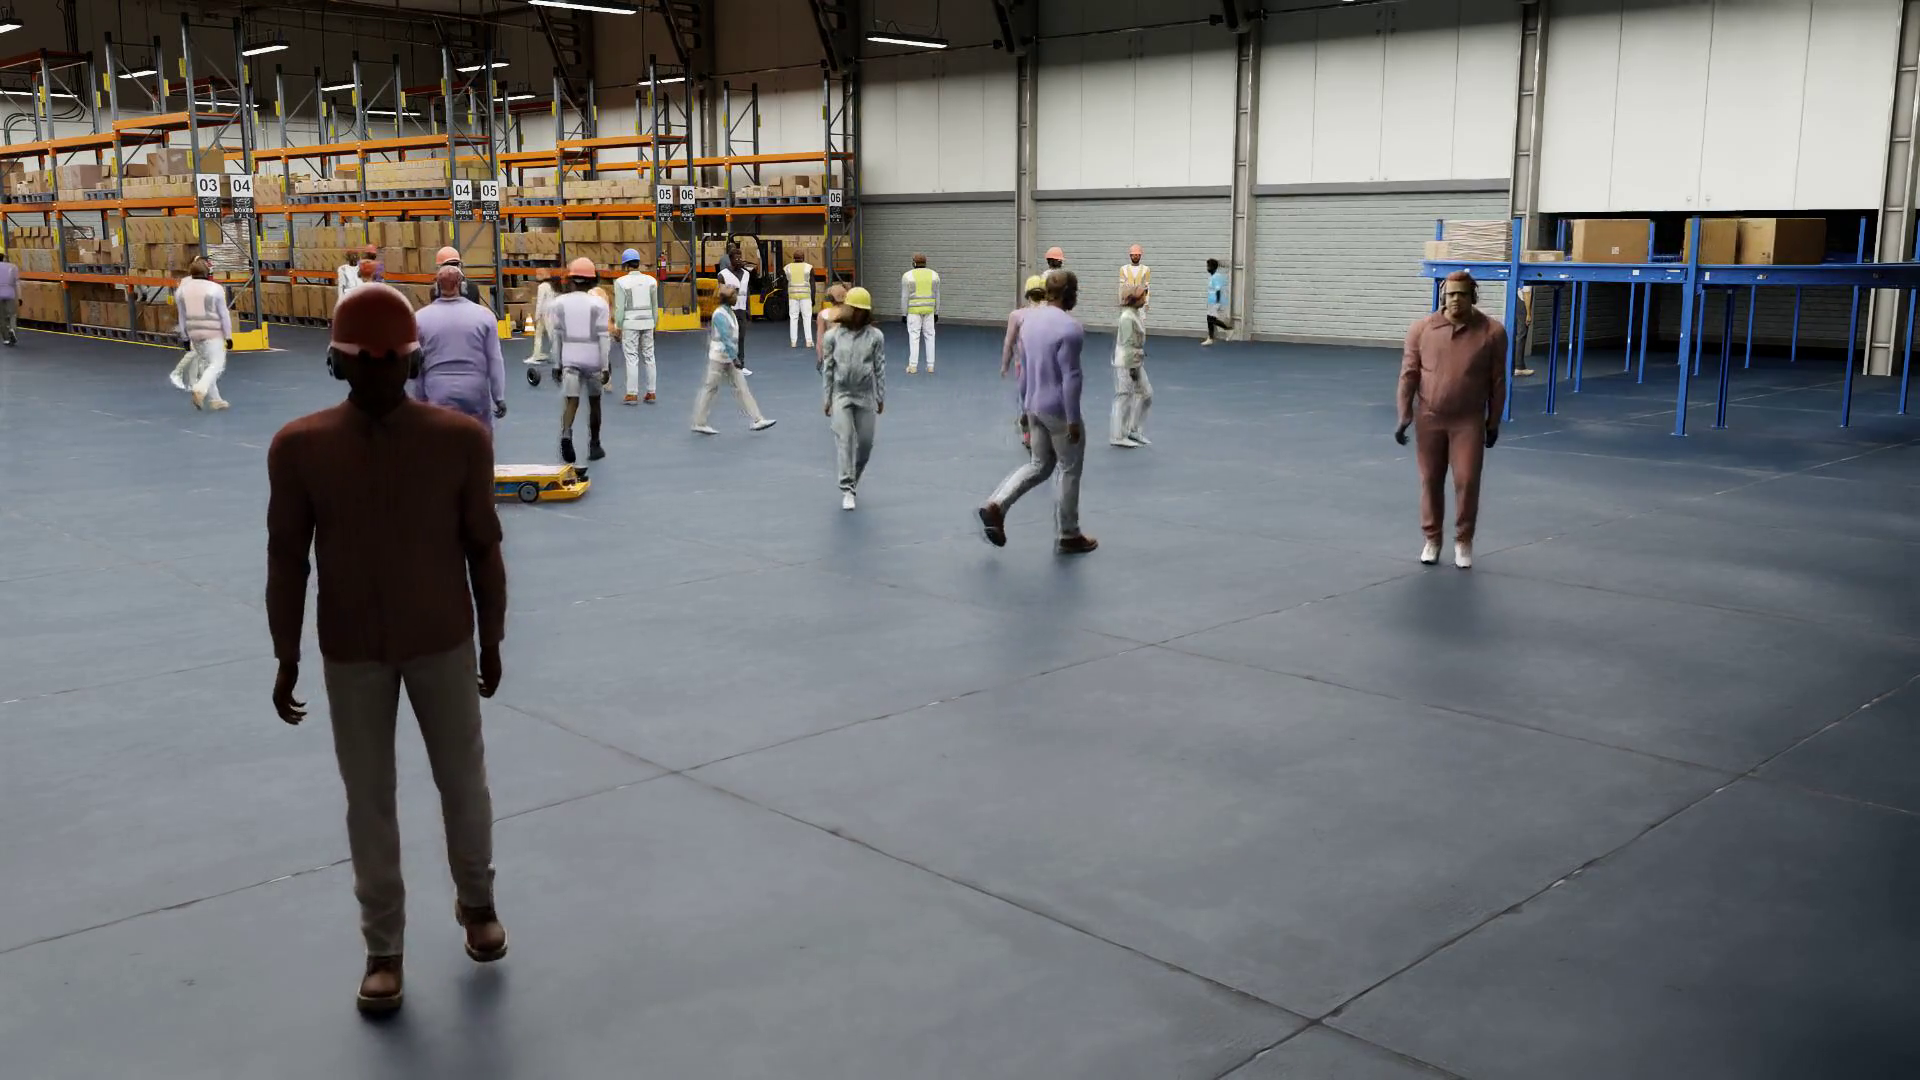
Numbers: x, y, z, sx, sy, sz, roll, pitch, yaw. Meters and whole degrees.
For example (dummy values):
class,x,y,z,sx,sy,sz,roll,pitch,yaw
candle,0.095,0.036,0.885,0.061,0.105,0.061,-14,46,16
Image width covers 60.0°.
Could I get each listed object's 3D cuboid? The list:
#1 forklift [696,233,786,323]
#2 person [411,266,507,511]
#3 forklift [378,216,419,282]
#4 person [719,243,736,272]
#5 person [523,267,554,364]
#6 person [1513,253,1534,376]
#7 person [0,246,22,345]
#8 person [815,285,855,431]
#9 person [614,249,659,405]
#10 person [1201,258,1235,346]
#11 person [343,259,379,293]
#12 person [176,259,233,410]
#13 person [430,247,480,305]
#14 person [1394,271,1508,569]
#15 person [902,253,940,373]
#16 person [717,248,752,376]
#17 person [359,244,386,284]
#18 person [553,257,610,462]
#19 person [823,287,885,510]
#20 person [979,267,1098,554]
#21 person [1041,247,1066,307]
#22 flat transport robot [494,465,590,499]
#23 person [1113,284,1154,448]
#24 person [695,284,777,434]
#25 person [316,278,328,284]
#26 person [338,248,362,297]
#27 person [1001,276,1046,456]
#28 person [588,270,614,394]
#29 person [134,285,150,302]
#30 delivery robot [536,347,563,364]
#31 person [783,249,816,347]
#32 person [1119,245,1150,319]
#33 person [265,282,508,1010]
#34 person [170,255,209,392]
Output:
class,x,y,z,sx,sy,sz,roll,pitch,yaw
forklift,-5.496,-6.489,41.108,2.313,2.155,1.214,-10,14,-44
person,-3.709,-1.081,12.355,0.686,1.879,0.794,-2,11,-10
forklift,-17.868,-9.201,54.028,1.873,2.768,1.129,-10,14,-44
person,-5.318,-5.949,38.750,0.372,1.939,0.631,9,14,40
person,-6.788,-3.705,27.456,0.845,1.591,0.496,-1,10,-5
person,8.544,-3.437,25.305,0.345,1.847,0.504,-2,11,-11
person,-18.486,-4.728,32.146,0.613,1.914,0.496,-6,12,-29
person,-1.266,-1.909,17.668,0.532,1.594,0.844,-2,11,-11
person,-4.077,-2.683,20.936,0.602,1.939,0.399,-9,14,-40
person,4.941,-4.553,31.838,0.521,1.679,0.552,-1,10,-4
person,-6.678,-2.261,18.880,0.620,1.857,0.786,-4,11,-23
person,-9.112,-2.462,20.043,0.632,1.821,0.778,2,11,11
person,-5.195,-2.010,17.120,0.390,1.990,0.623,6,12,32
person,3.114,-0.759,10.603,0.655,1.888,0.614,4,11,22
person,-0.618,-3.514,25.737,0.627,1.844,0.429,-4,11,-20
person,-3.424,-3.450,25.204,0.378,1.913,0.587,8,13,39
person,-12.375,-5.278,35.116,0.400,1.926,0.567,9,14,41
person,-3.541,-1.677,15.536,0.551,1.912,0.823,1,10,3
person,-0.845,-1.134,13.110,0.497,1.722,0.621,-2,11,-12
person,0.545,-0.848,11.026,0.779,1.912,0.629,-6,12,-30
person,1.375,-3.344,24.552,0.356,1.933,0.553,-1,10,-3
flat transport robot,-3.790,-0.475,13.566,1.431,0.197,0.652,-1,10,-4
person,1.757,-1.729,16.583,0.497,1.619,0.531,3,11,17
person,-2.446,-1.906,17.646,0.894,1.589,0.515,2,11,12
person,-19.314,-7.935,50.409,0.289,1.634,0.499,4,11,19
person,-11.223,-4.473,30.902,0.577,1.872,0.405,-6,12,-29
person,0.706,-1.694,16.145,0.534,1.720,0.911,-3,11,-17
person,-4.856,-2.786,22.199,0.381,1.672,0.589,3,11,14
person,-20.853,-6.562,42.132,0.574,1.918,0.423,-8,13,-38
delivery robot,-5.739,-2.624,23.543,0.698,0.223,0.335,9,14,42
person,-3.042,-4.592,31.612,0.619,1.845,0.430,1,10,4
person,3.066,-4.211,29.259,0.545,1.942,0.352,1,10,5
person,-1.579,0.289,4.608,0.626,1.989,0.454,-2,11,-12
person,-10.320,-2.900,22.388,0.512,1.839,0.534,1,10,5
